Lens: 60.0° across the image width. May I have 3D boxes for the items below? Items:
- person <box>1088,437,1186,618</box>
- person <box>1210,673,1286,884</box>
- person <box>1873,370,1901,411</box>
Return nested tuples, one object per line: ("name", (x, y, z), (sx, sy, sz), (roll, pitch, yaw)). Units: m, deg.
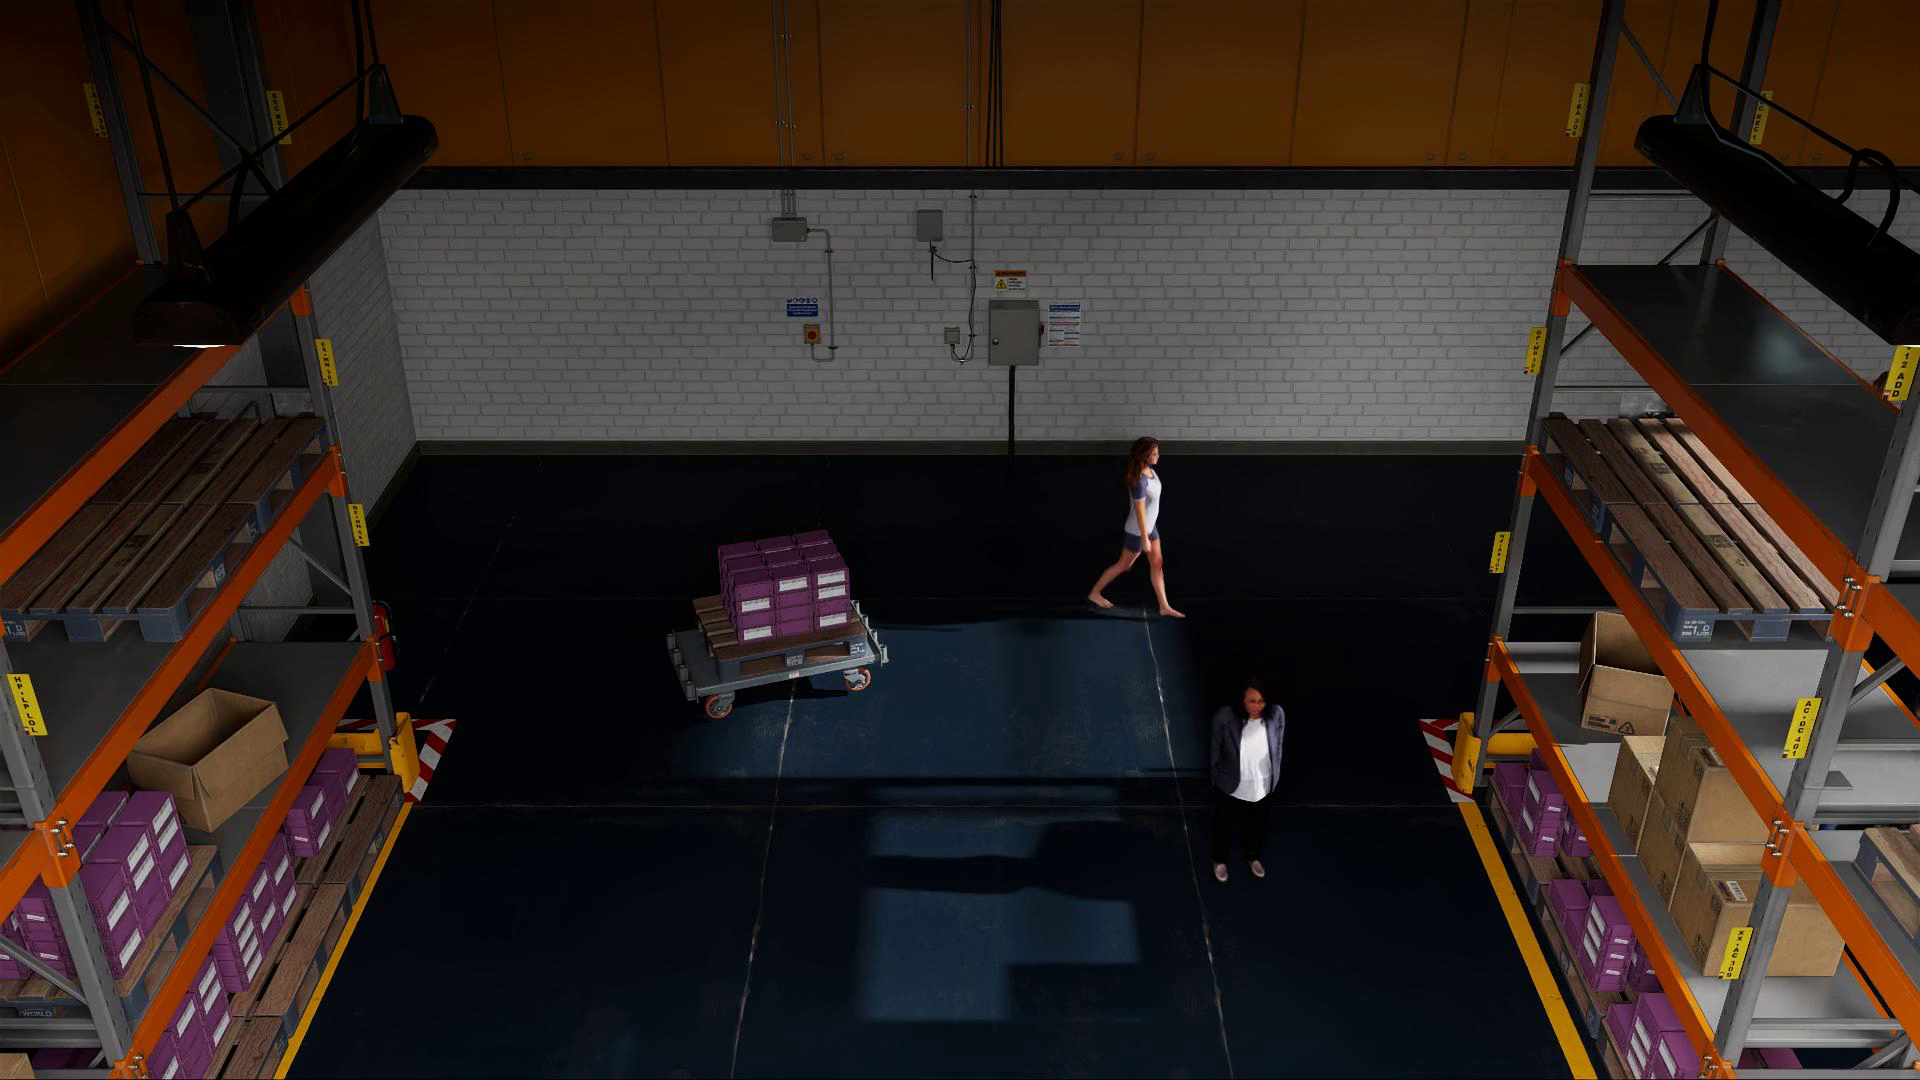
("person", (1.450, -0.088, 14.242), (0.936, 1.688, 1.117), (10, 30, 17))
("person", (1.934, 1.597, 11.248), (0.679, 1.597, 0.677), (-3, 29, -6))
("person", (8.395, -0.759, 15.445), (0.818, 1.715, 0.736), (-17, 33, -28))
